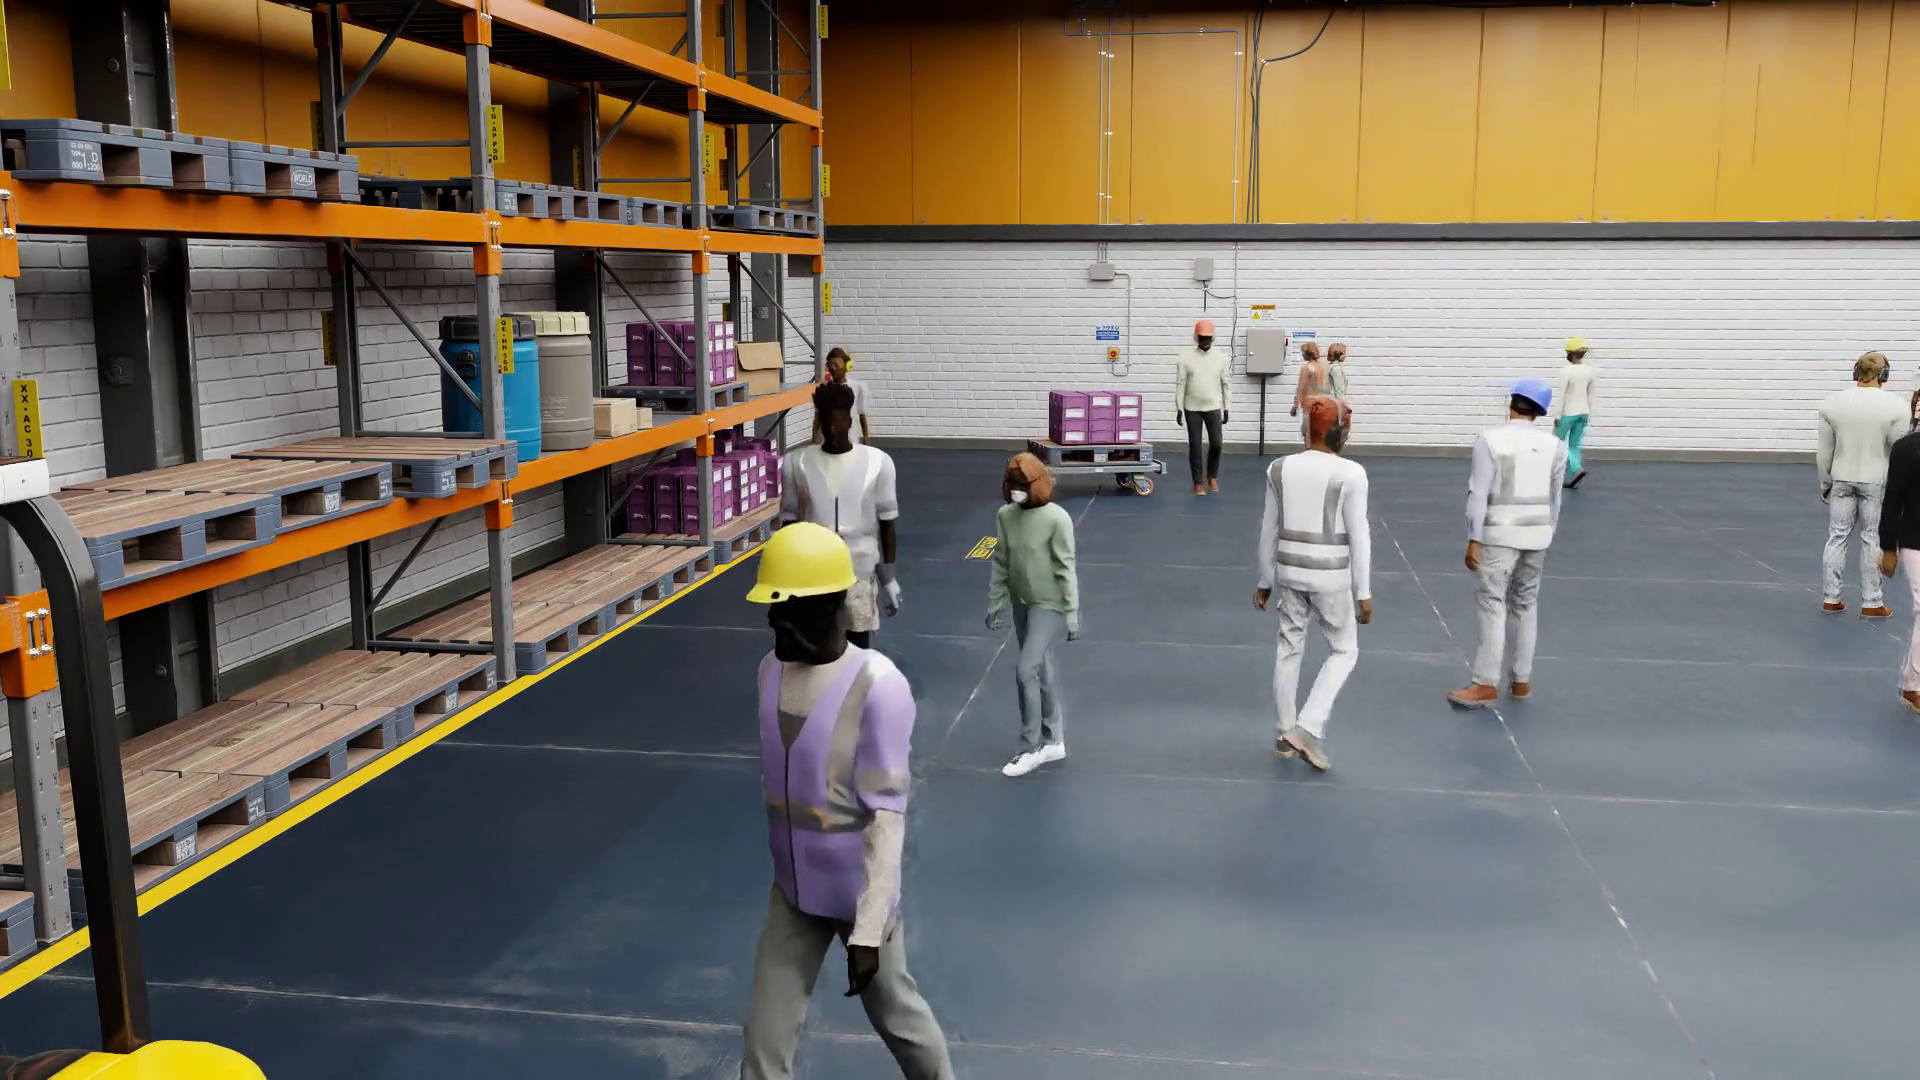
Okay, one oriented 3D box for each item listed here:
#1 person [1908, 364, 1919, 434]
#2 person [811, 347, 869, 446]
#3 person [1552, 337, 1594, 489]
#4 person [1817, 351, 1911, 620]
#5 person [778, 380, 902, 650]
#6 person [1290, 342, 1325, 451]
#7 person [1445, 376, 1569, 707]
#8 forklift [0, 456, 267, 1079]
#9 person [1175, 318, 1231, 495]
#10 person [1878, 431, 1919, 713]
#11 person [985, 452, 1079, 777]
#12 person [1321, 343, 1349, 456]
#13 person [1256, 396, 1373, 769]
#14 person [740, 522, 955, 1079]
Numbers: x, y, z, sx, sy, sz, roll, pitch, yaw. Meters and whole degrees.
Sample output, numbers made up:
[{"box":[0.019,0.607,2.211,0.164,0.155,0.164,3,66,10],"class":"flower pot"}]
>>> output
[{"box":[10.360,-1.264,17.637,0.524,1.846,0.782,5,11,29],"class":"person"},{"box":[-1.083,-0.856,15.191,0.535,1.836,0.933,2,9,14],"class":"person"},{"box":[7.019,-1.439,19.006,0.538,1.751,0.413,-4,10,-24],"class":"person"},{"box":[6.498,-0.390,11.987,0.373,1.935,0.628,-8,12,-40],"class":"person"},{"box":[-0.624,0.148,8.605,0.630,1.954,0.374,-1,9,-3],"class":"person"},{"box":[4.340,-1.645,20.676,0.407,1.623,0.522,7,11,36],"class":"person"},{"box":[3.143,0.012,9.642,0.777,1.897,0.433,-3,10,-20],"class":"person"},{"box":[-2.328,0.975,2.765,2.313,2.155,1.214,1,9,9],"class":"forklift"},{"box":[2.711,-1.477,18.552,0.632,1.974,0.430,0,9,1],"class":"person"},{"box":[5.465,0.060,9.124,0.612,1.954,0.922,0,9,0],"class":"person"},{"box":[0.321,0.363,8.292,0.596,1.609,0.535,-8,12,-40],"class":"person"},{"box":[4.520,-1.563,20.124,0.310,1.638,0.523,0,9,-2],"class":"person"},{"box":[1.766,0.220,8.403,0.676,1.879,0.445,8,12,42],"class":"person"},{"box":[-0.319,0.878,4.351,0.604,1.881,0.983,9,13,42],"class":"person"}]
